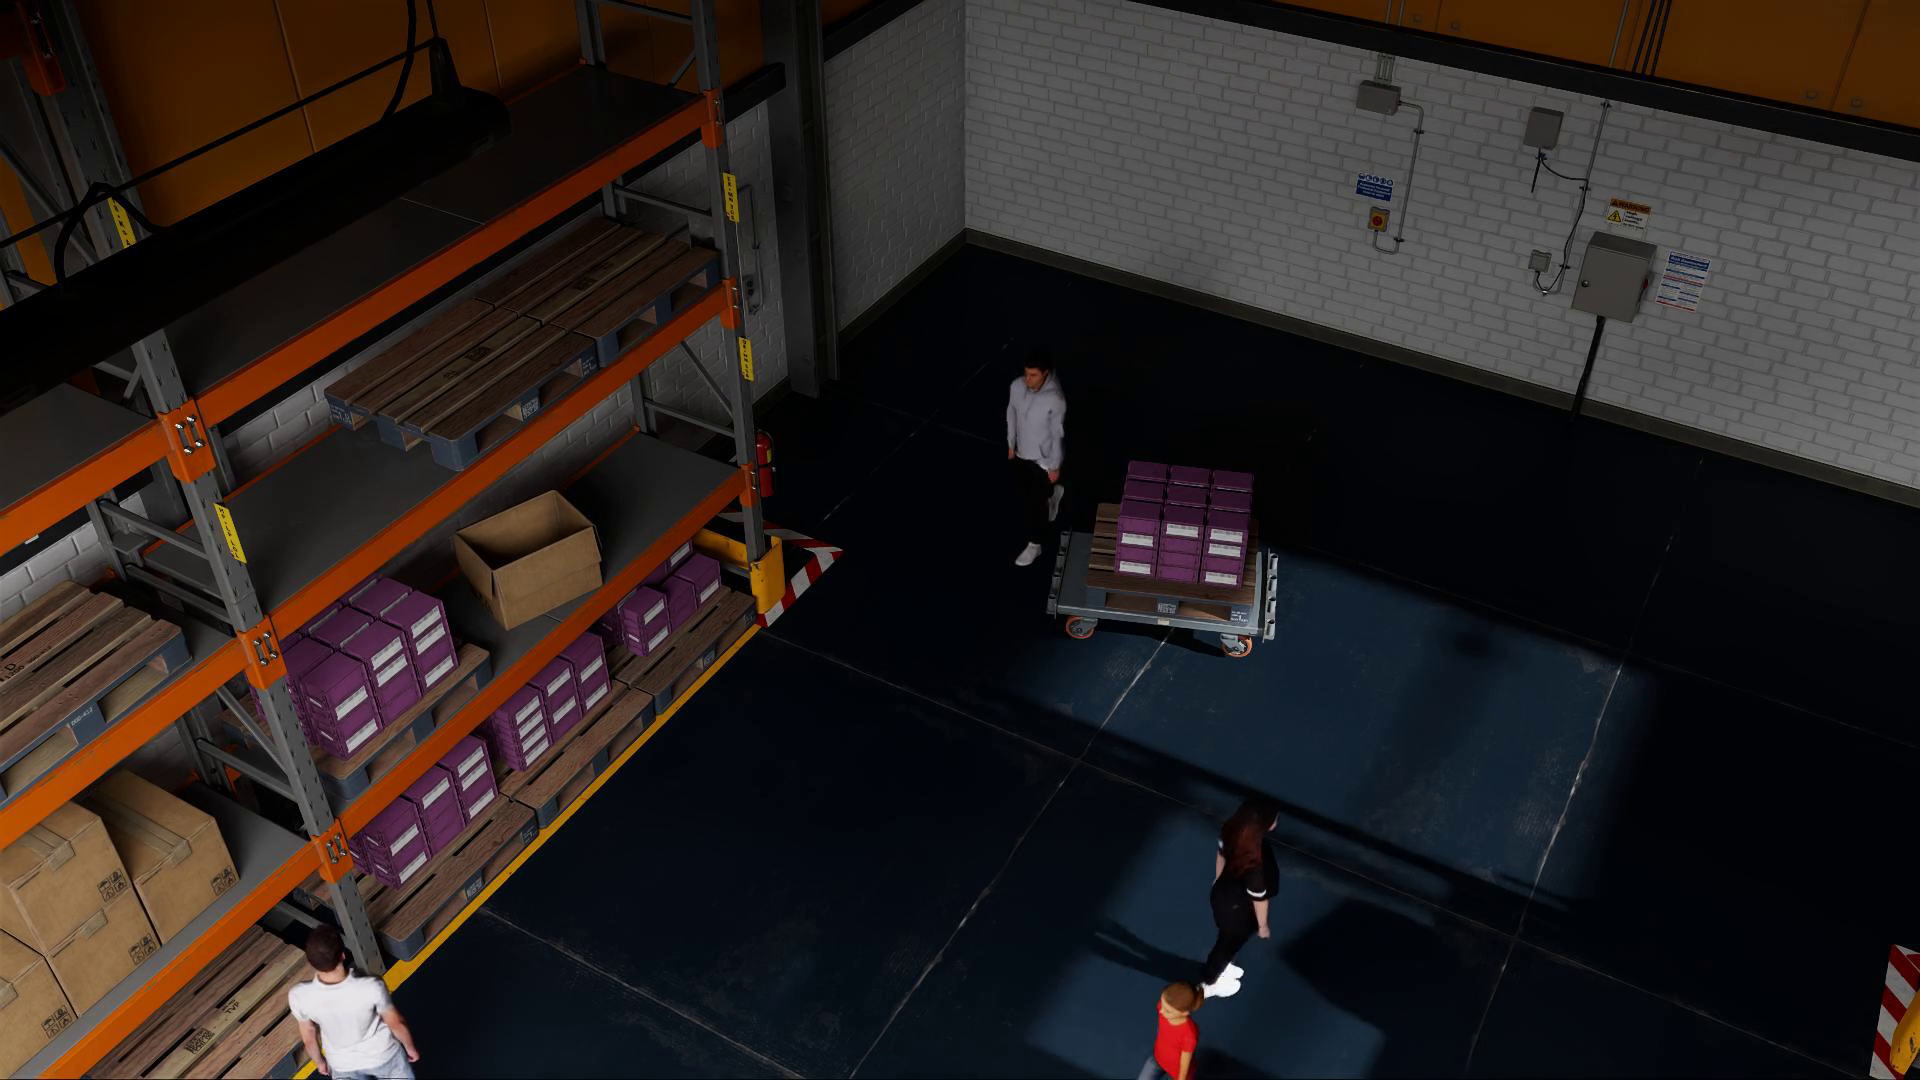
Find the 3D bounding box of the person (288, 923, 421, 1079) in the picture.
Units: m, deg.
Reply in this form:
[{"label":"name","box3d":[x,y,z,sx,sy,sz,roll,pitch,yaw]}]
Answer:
[{"label":"person","box3d":[-3.038,2.634,8.478,0.750,1.852,0.785,-6,39,-7]}]

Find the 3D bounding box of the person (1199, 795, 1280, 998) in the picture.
[{"label":"person","box3d":[1.488,2.060,9.378,0.774,1.626,0.703,-7,39,-8]}]

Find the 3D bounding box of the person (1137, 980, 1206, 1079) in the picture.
[{"label":"person","box3d":[1.183,2.739,8.788,0.609,1.301,0.560,-22,44,-25]}]

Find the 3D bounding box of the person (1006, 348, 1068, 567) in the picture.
[{"label":"person","box3d":[0.649,-0.695,12.608,0.771,1.901,1.004,27,46,29]}]
